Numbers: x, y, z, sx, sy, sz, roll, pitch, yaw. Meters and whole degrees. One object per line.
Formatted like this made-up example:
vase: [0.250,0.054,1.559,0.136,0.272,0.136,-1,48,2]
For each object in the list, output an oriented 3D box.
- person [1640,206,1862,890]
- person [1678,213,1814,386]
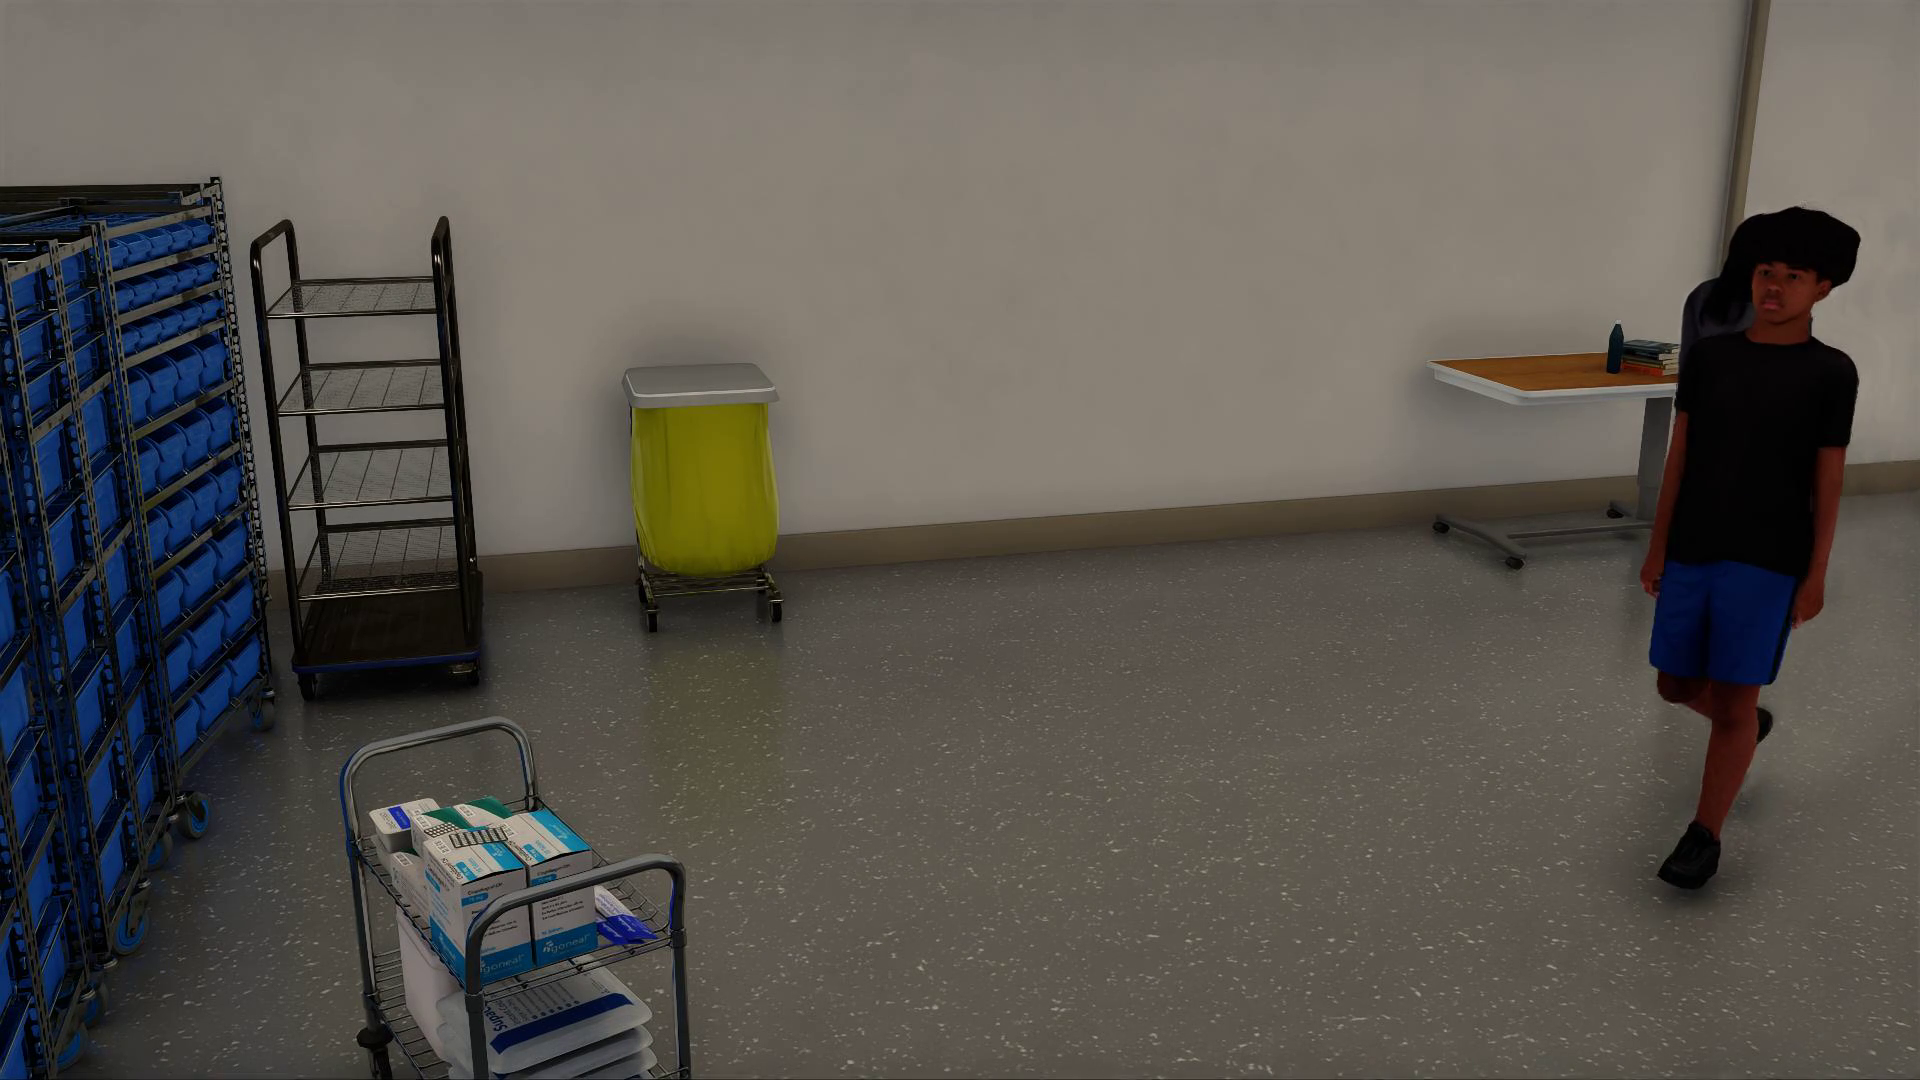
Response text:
person: [2.096,0.019,4.424,1.084,1.780,0.889,-14,21,-41]
person: [3.002,-0.449,6.417,0.756,1.599,0.750,-10,19,-31]
